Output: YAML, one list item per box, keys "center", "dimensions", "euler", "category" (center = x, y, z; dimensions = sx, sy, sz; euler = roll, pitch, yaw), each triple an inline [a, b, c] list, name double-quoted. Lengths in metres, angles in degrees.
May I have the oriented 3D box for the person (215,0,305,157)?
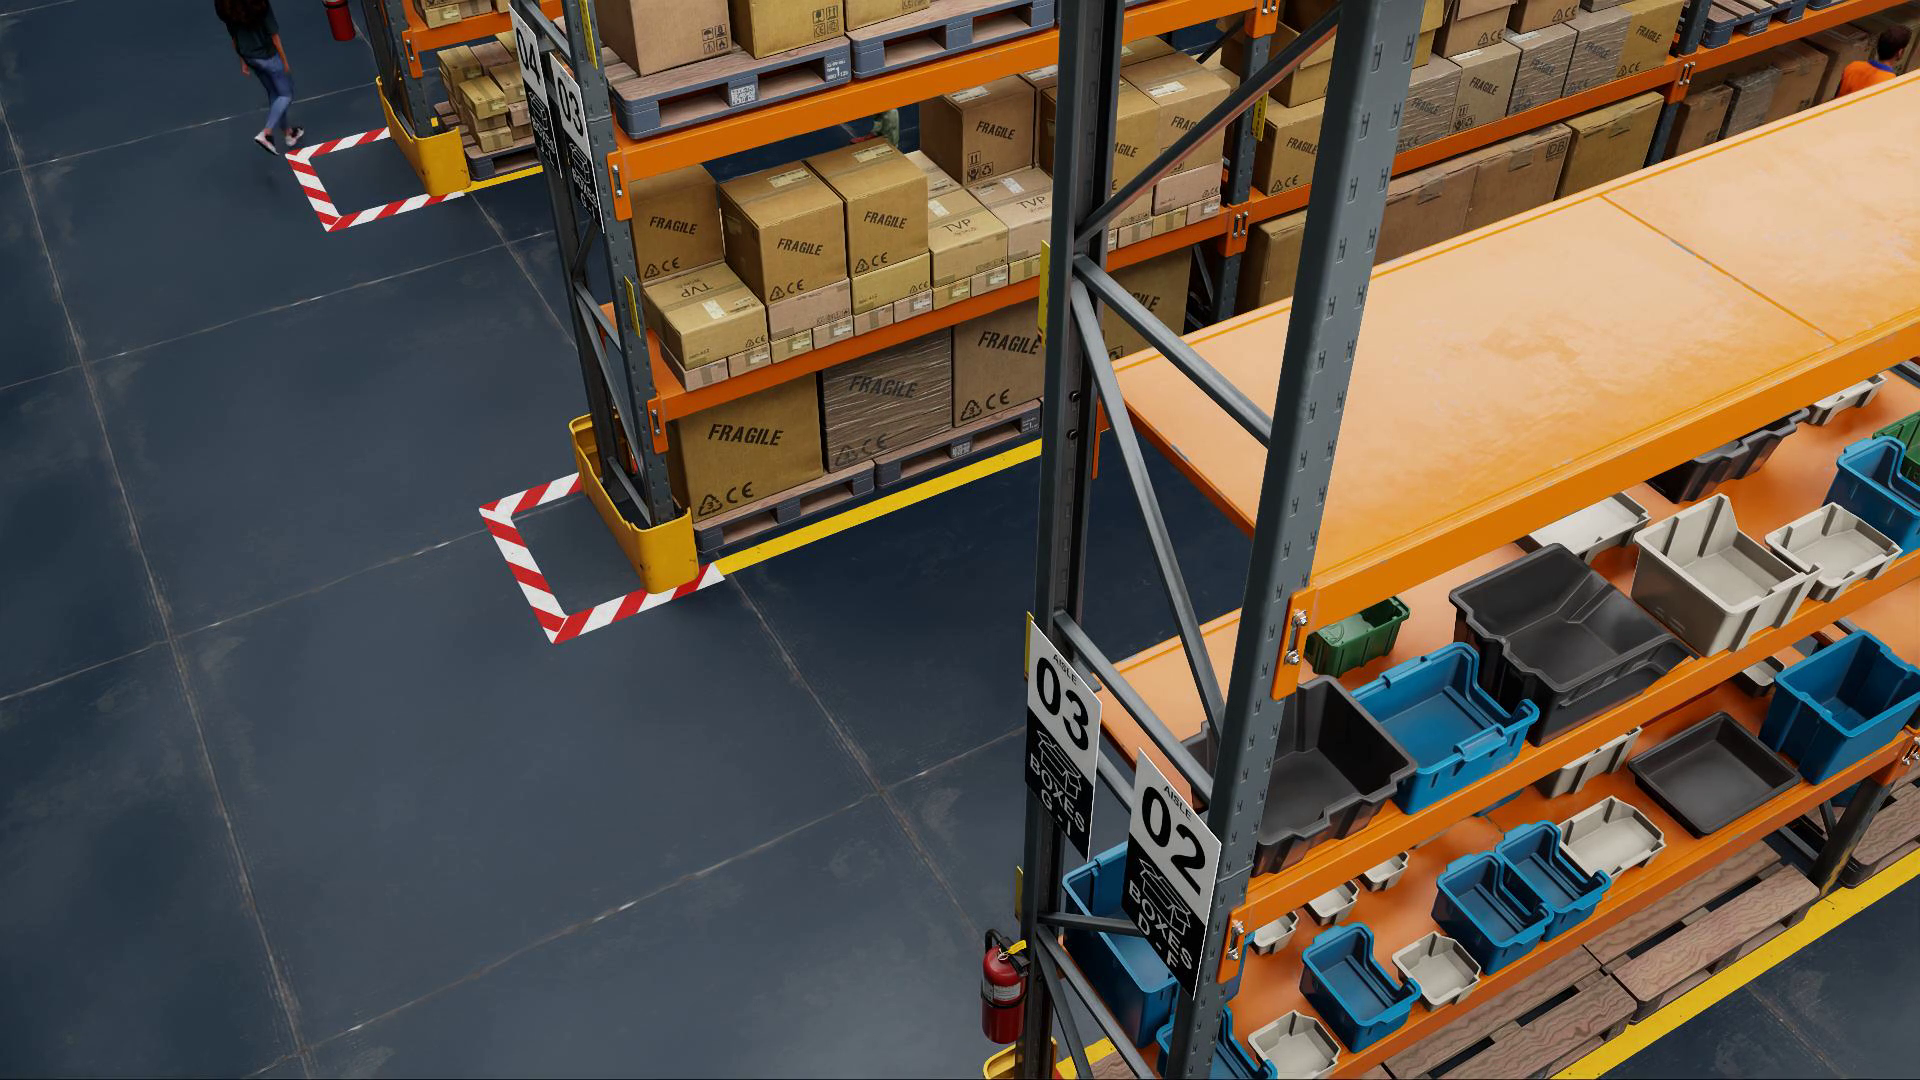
- center: [-5.445, -3.711, 12.914]
  dimensions: [0.898, 1.599, 0.951]
  euler: [9, 44, 9]
  category: "person"

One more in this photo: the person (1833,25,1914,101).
- center: [6.149, -2.680, 11.642]
  dimensions: [1.085, 1.828, 0.732]
  euler: [-20, 47, -20]
  category: "person"
